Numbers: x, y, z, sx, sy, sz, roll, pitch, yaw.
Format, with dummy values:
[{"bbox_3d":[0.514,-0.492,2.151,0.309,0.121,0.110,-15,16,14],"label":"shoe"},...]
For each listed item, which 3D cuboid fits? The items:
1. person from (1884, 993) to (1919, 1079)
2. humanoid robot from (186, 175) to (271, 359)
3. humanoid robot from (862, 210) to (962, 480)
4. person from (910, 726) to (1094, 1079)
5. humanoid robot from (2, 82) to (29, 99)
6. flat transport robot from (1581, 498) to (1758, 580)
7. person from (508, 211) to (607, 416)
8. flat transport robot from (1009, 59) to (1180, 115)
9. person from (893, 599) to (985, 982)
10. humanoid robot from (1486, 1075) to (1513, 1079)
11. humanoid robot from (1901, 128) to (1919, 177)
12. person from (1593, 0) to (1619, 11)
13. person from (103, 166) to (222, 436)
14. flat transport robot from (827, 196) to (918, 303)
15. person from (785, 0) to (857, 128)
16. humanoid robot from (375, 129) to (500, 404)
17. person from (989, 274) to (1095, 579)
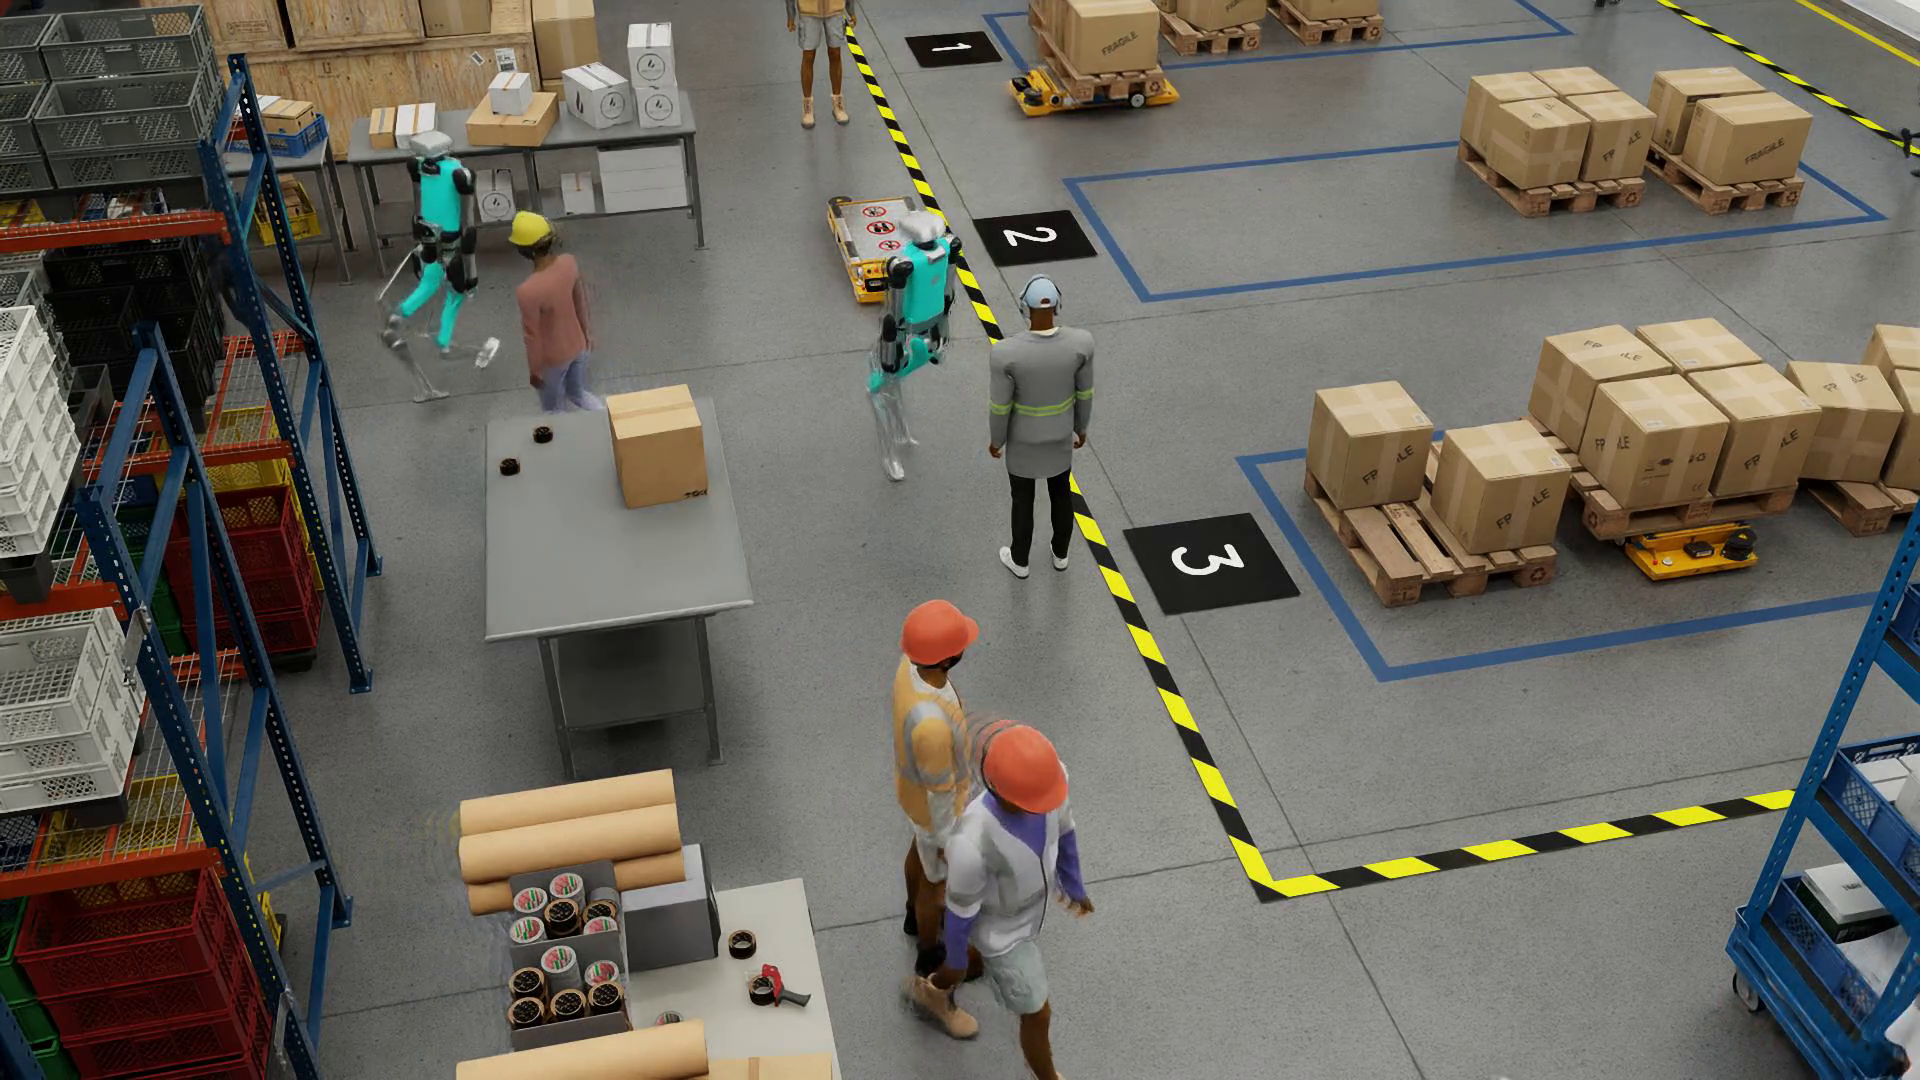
[{"bbox_3d":[3.381,1.837,5.728,0.600,1.894,0.592,3,37,5],"label":"person"},{"bbox_3d":[-4.933,-1.909,10.965,0.609,1.646,0.608,-18,40,-22],"label":"humanoid robot"},{"bbox_3d":[-0.391,-1.203,9.937,0.787,1.775,0.578,29,45,33],"label":"humanoid robot"},{"bbox_3d":[0.159,1.384,6.258,1.002,1.994,0.614,21,41,25],"label":"person"},{"bbox_3d":[-7.278,-3.497,12.910,0.735,1.677,0.533,-18,40,-23],"label":"humanoid robot"},{"bbox_3d":[4.062,-0.294,9.926,0.652,0.197,1.431,-8,37,-10],"label":"flat transport robot"},{"bbox_3d":[-2.314,-1.113,9.811,0.547,1.746,0.533,15,39,20],"label":"person"},{"bbox_3d":[1.213,-4.122,15.070,1.431,0.197,0.652,-8,37,-10],"label":"flat transport robot"},{"bbox_3d":[-0.089,1.025,6.774,0.338,1.941,0.550,-7,37,-9],"label":"person"},{"bbox_3d":[1.645,2.129,5.457,0.586,1.772,0.878,13,38,16],"label":"humanoid robot"},{"bbox_3d":[7.983,-3.750,13.413,0.595,1.640,0.571,-14,39,-18],"label":"humanoid robot"},{"bbox_3d":[6.718,-6.206,16.607,0.605,1.801,0.730,8,37,11],"label":"person"},{"bbox_3d":[-4.943,-1.485,10.242,0.332,1.837,0.506,-30,46,-34],"label":"person"},{"bbox_3d":[-0.570,-2.220,12.538,0.659,0.231,1.431,-8,37,-10],"label":"flat transport robot"},{"bbox_3d":[-1.176,-4.519,14.144,0.613,2.039,0.384,-8,37,-11],"label":"person"},{"bbox_3d":[-3.399,-1.650,10.527,0.576,1.713,0.959,21,42,26],"label":"humanoid robot"},{"bbox_3d":[0.426,-0.608,9.047,0.587,1.850,0.388,-9,38,-12],"label":"person"}]
